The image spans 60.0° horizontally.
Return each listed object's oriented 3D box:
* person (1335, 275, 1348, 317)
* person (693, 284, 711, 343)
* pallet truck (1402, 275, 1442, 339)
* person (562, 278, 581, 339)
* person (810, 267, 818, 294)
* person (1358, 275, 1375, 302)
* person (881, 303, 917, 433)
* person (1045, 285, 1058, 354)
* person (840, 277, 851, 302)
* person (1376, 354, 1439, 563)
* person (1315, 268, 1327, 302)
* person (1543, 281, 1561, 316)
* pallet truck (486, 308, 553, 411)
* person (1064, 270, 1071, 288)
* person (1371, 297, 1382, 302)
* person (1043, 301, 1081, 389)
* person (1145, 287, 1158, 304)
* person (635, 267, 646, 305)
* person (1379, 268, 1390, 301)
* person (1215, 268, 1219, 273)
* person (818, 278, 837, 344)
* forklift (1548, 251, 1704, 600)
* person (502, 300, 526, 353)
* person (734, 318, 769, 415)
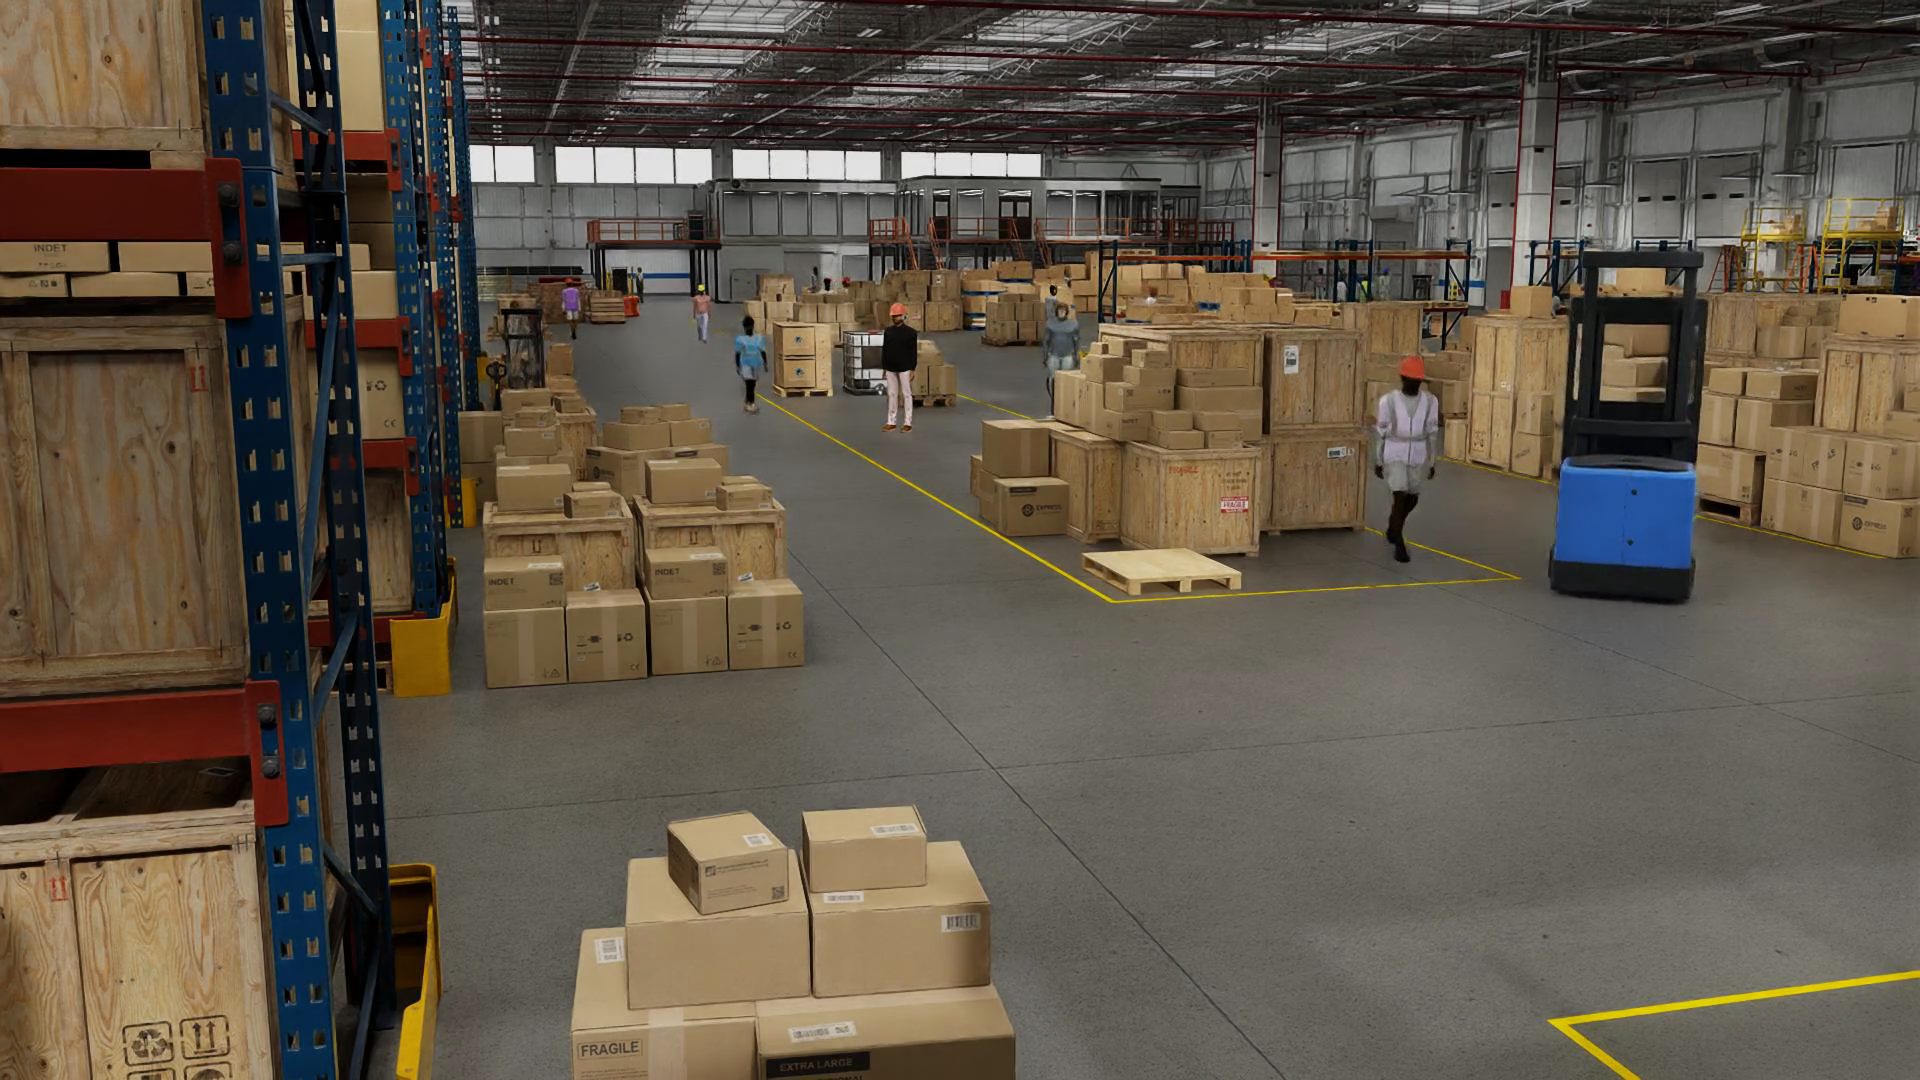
[{"bbox_3d":[14.314,-9.063,62.525,0.549,1.820,0.950,1,10,8],"label":"person"},{"bbox_3d":[-7.671,-6.738,49.518,0.539,1.753,0.410,-1,10,-6],"label":"person"},{"bbox_3d":[14.620,-7.324,52.145,0.823,1.965,1.885,8,13,40],"label":"pallet truck"},{"bbox_3d":[-12.044,-7.169,51.594,0.546,1.898,0.880,-4,11,-23],"label":"person"},{"bbox_3d":[-6.618,-11.632,76.823,0.790,1.888,0.614,5,11,25],"label":"person"},{"bbox_3d":[15.297,-9.086,62.683,0.617,1.806,0.756,2,10,13],"label":"person"},{"bbox_3d":[-0.948,-2.654,25.707,0.612,1.995,0.377,5,11,28],"label":"person"},{"bbox_3d":[2.438,-5.819,44.026,0.334,1.861,0.507,-8,13,-37],"label":"person"},{"bbox_3d":[-3.613,-7.369,52.641,0.421,1.915,0.538,0,10,-1],"label":"person"},{"bbox_3d":[4.108,-0.783,15.385,0.549,1.908,0.777,0,10,-1],"label":"person"},{"bbox_3d":[17.208,-12.072,79.465,0.626,1.846,0.429,9,14,43],"label":"person"},{"bbox_3d":[14.215,-5.277,40.430,0.689,2.000,0.538,3,10,17],"label":"person"},{"bbox_3d":[-6.242,-2.418,24.362,0.823,1.965,1.885,1,10,3],"label":"pallet truck"},{"bbox_3d":[4.341,-10.312,69.322,0.615,1.908,0.533,2,10,14],"label":"person"},{"bbox_3d":[8.135,-3.790,32.451,0.655,1.884,1.021,-2,10,-13],"label":"person"},{"bbox_3d":[1.748,-3.120,28.549,0.654,1.920,0.671,1,10,4],"label":"person"},{"bbox_3d":[5.007,-5.717,43.552,0.974,1.825,0.593,3,11,18],"label":"person"},{"bbox_3d":[-15.750,-12.497,81.867,0.504,1.847,0.344,7,12,36],"label":"person"},{"bbox_3d":[18.610,-10.959,72.920,0.604,1.923,0.467,-4,11,-19],"label":"person"},{"bbox_3d":[12.442,-12.267,80.599,0.589,1.840,0.890,0,10,2],"label":"person"},{"bbox_3d":[-3.872,-6.680,48.589,0.612,1.962,0.366,-4,11,-23],"label":"person"},{"bbox_3d":[5.662,-1.034,14.026,1.129,2.768,1.873,4,11,22],"label":"forklift"},{"bbox_3d":[-10.460,-4.817,39.006,0.560,1.627,0.470,-2,10,-11],"label":"person"},{"bbox_3d":[-3.614,-3.001,28.637,0.536,1.655,0.867,-6,12,-30],"label":"person"}]
